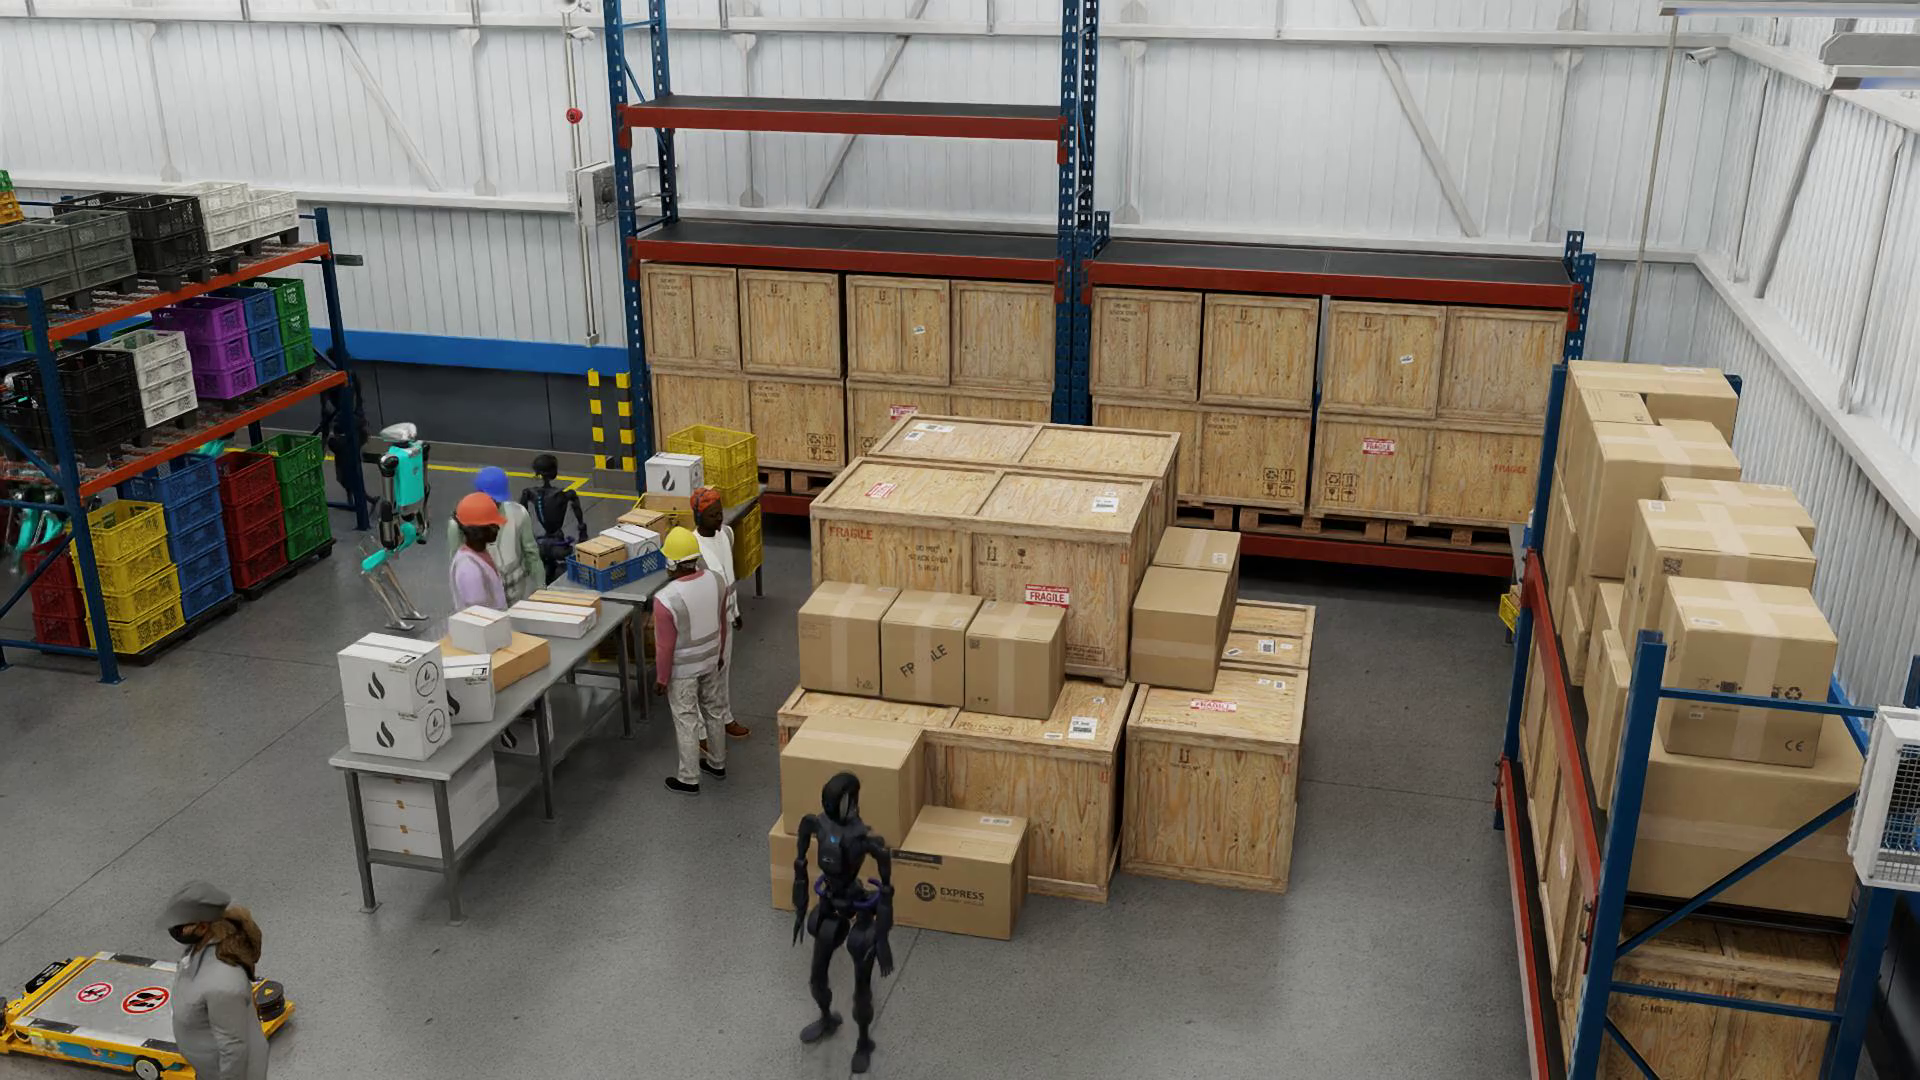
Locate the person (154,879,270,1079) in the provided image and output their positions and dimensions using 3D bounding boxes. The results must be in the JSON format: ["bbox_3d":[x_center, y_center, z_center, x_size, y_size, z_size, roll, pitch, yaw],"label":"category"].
[{"bbox_3d":[-3.124,2.220,7.135,0.399,1.769,0.563,-13,24,-30],"label":"person"}]

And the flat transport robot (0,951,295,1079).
[{"bbox_3d":[-4.270,2.464,8.601,1.431,0.231,0.659,5,22,13],"label":"flat transport robot"}]

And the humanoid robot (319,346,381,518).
[{"bbox_3d":[-5.773,-1.028,15.783,0.604,1.635,0.600,8,22,19],"label":"humanoid robot"}]

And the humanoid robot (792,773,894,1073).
[{"bbox_3d":[-0.552,1.854,8.233,0.602,1.646,0.418,10,23,25],"label":"humanoid robot"}]

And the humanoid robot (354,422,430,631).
[{"bbox_3d":[-4.538,-0.122,13.167,0.727,1.696,0.533,7,22,18],"label":"humanoid robot"}]

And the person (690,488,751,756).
[{"bbox_3d":[-1.688,0.549,11.352,0.356,1.882,0.574,10,23,25],"label":"person"}]

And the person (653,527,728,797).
[{"bbox_3d":[-1.760,0.784,10.802,0.403,1.833,0.586,15,26,35],"label":"person"}]

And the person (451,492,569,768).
[{"bbox_3d":[-3.105,0.655,10.889,0.835,2.016,0.623,-2,21,-6],"label":"person"}]

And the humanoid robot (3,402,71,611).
[{"bbox_3d":[-7.505,-0.217,13.462,0.539,1.734,0.695,0,21,0],"label":"humanoid robot"}]

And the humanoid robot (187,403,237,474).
[{"bbox_3d":[-7.125,-1.017,15.701,0.685,1.819,0.545,-19,28,-40],"label":"humanoid robot"}]

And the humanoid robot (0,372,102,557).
[{"bbox_3d":[-7.907,-0.695,14.625,0.533,1.674,0.735,13,25,31],"label":"humanoid robot"}]

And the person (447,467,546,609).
[{"bbox_3d":[-3.191,0.404,11.690,0.618,1.904,0.846,-17,27,-38],"label":"person"}]

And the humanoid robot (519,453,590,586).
[{"bbox_3d":[-3.122,0.145,12.763,0.602,1.632,0.722,6,22,15],"label":"humanoid robot"}]
